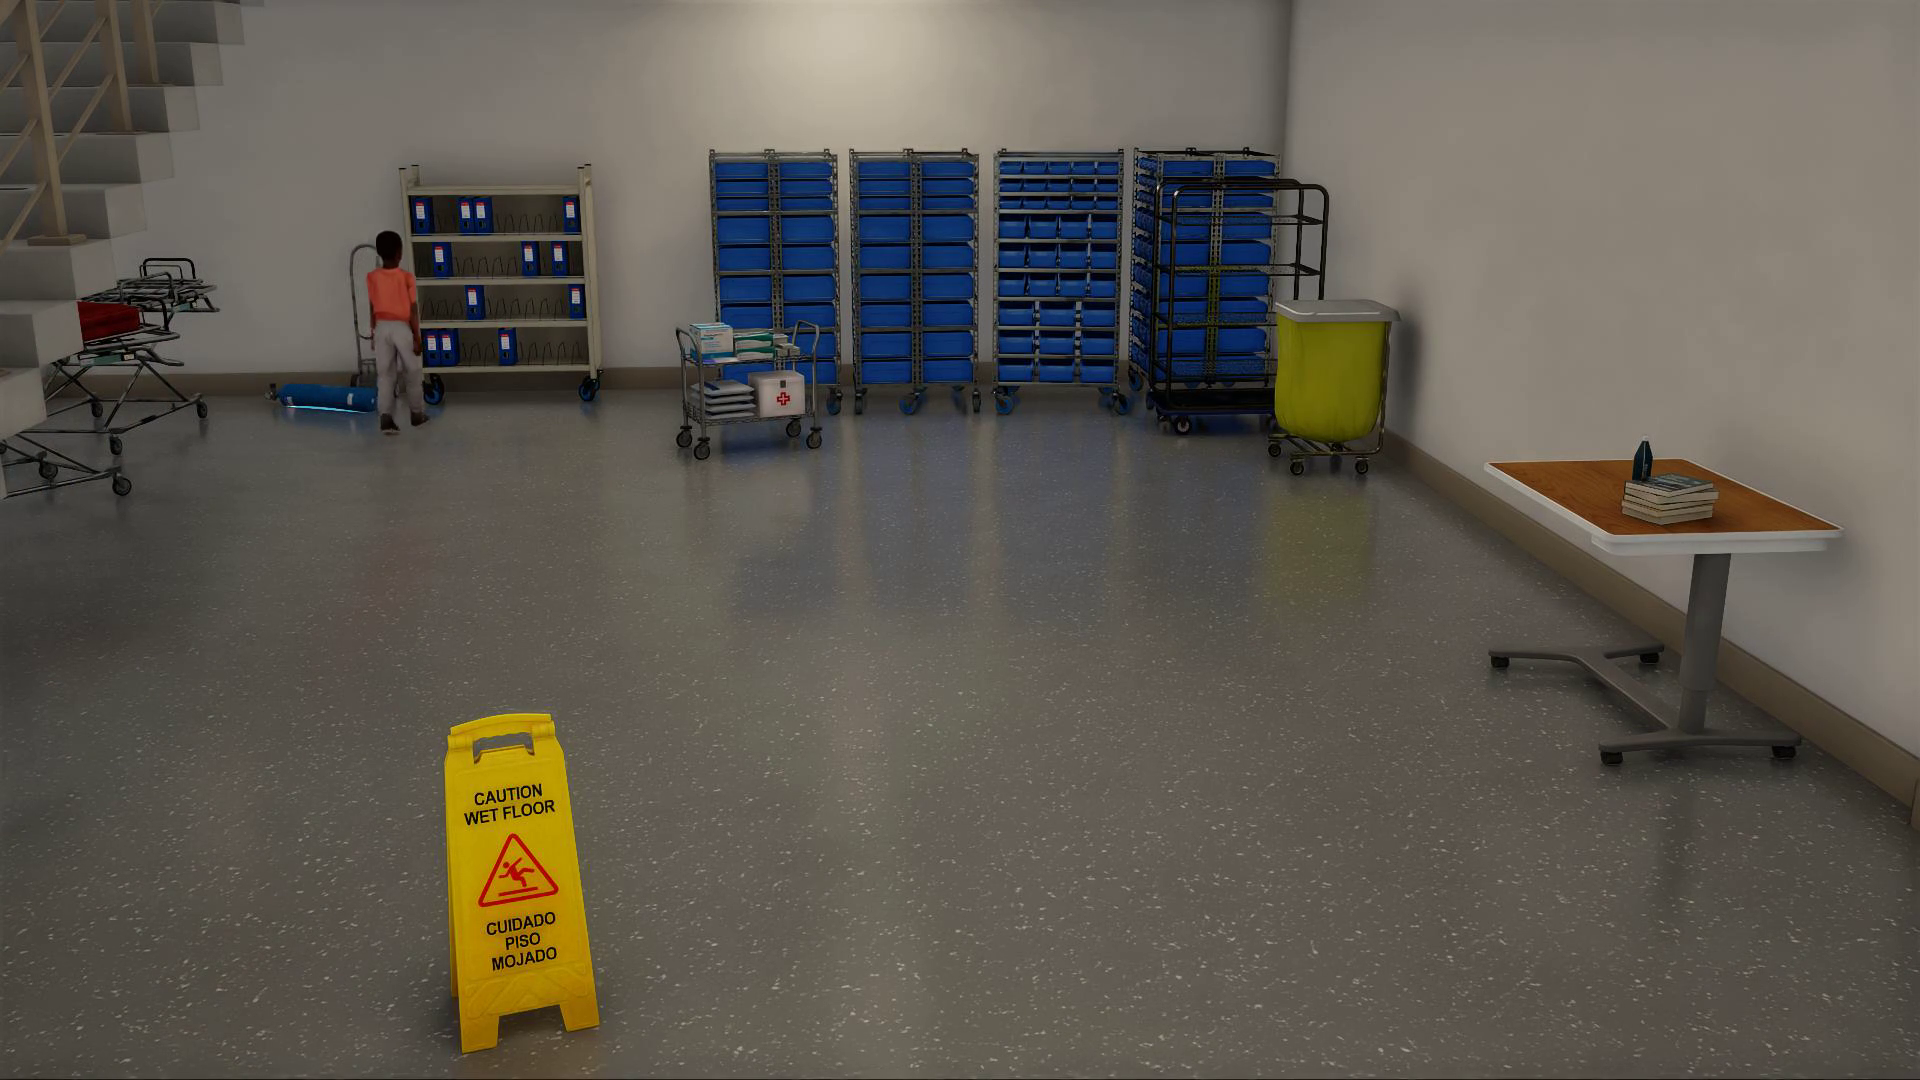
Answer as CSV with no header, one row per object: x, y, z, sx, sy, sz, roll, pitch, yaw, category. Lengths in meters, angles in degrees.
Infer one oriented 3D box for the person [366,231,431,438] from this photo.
-3.595,-1.282,10.521,0.537,1.290,0.885,0,16,0,person
